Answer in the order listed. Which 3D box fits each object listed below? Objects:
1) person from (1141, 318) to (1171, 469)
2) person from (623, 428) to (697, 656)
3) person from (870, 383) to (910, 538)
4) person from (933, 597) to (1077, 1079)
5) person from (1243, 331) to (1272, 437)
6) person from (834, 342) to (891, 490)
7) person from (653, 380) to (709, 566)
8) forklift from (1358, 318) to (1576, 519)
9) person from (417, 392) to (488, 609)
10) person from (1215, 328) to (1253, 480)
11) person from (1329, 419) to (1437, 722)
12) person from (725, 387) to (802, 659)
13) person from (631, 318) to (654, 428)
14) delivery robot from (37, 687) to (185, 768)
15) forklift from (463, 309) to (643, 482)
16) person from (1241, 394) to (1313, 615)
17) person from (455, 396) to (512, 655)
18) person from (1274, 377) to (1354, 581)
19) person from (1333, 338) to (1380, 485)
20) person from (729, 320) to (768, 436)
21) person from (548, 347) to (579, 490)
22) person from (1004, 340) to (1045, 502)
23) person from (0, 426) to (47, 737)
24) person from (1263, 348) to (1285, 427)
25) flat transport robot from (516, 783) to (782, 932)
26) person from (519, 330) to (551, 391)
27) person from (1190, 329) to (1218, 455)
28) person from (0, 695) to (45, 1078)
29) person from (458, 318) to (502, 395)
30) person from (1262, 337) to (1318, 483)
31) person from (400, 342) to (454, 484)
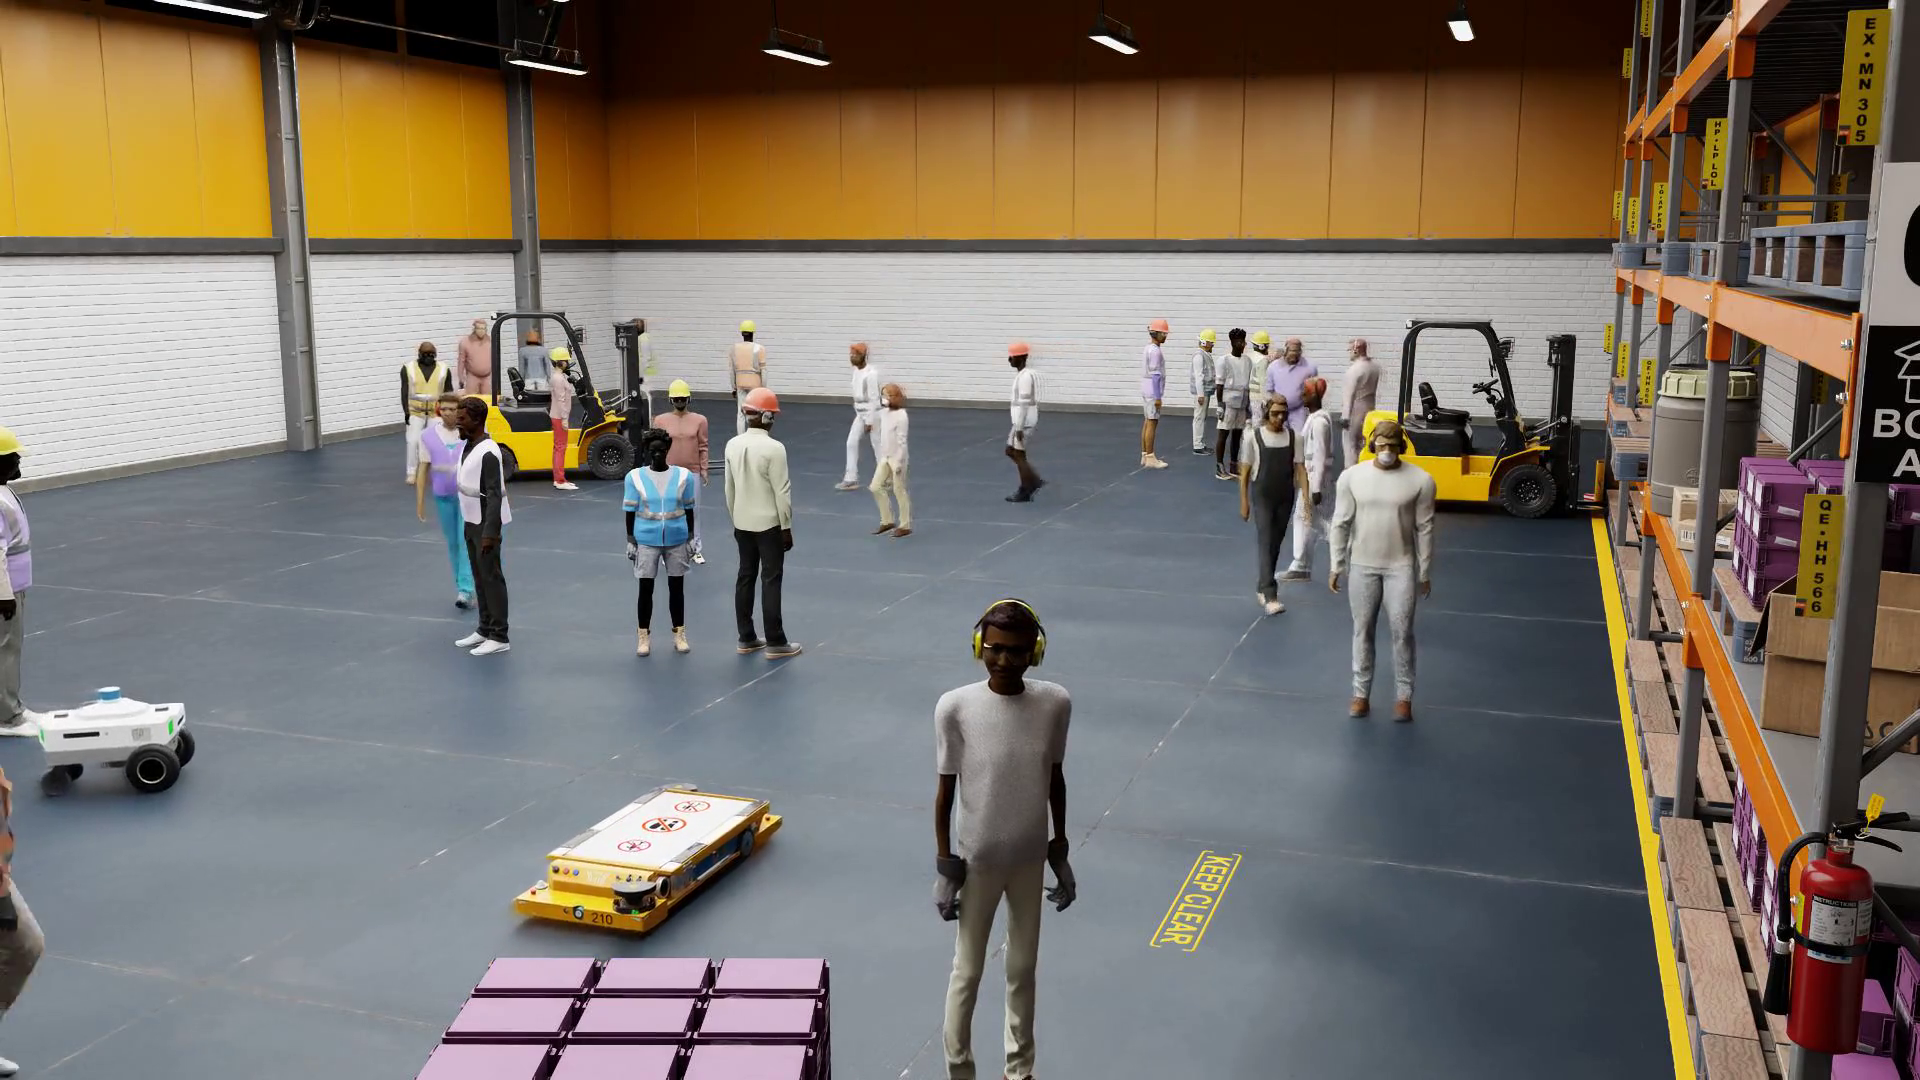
[{"bbox_3d":[2.664,-1.995,22.662,0.395,2.039,0.606,0,10,-2],"label":"person"},{"bbox_3d":[-2.213,0.012,12.318,0.542,1.695,0.316,-3,11,-17],"label":"person"},{"bbox_3d":[-0.736,-0.815,17.194,0.500,1.614,0.519,-6,12,-32],"label":"person"},{"bbox_3d":[0.158,1.107,5.683,0.512,1.866,0.330,-4,11,-20],"label":"person"},{"bbox_3d":[4.187,-2.019,23.373,0.404,1.833,0.591,-3,10,-16],"label":"person"},{"bbox_3d":[-1.205,-1.499,20.415,0.825,1.841,0.577,-7,12,-33],"label":"person"},{"bbox_3d":[-2.642,-0.639,15.796,0.525,1.769,0.313,-3,10,-16],"label":"person"},{"bbox_3d":[5.787,-1.437,19.079,2.313,2.155,1.214,3,11,19],"label":"forklift"},{"bbox_3d":[-4.223,-0.317,13.847,0.599,1.803,0.908,-1,10,-3],"label":"person"},{"bbox_3d":[3.562,-1.772,21.606,0.608,1.966,0.370,-7,12,-35],"label":"person"},{"bbox_3d":[2.709,0.186,10.681,0.647,1.935,0.399,4,11,21],"label":"person"},{"bbox_3d":[-1.459,-0.125,12.257,0.608,1.994,0.382,8,13,37],"label":"person"},{"bbox_3d":[-5.330,-2.751,27.502,0.522,1.829,0.653,-4,11,-23],"label":"person"},{"bbox_3d":[-4.751,1.067,9.328,0.707,0.478,0.477,-3,10,-14],"label":"delivery robot"},{"bbox_3d":[-5.354,-1.902,21.697,2.313,2.155,1.214,-2,10,-13],"label":"forklift"},{"bbox_3d":[2.612,-0.285,13.676,0.511,1.804,0.903,-2,10,-10],"label":"person"},{"bbox_3d":[-3.557,-0.111,12.392,0.393,1.920,0.591,-6,12,-32],"label":"person"},{"bbox_3d":[3.243,-0.538,14.961,0.718,1.864,0.589,2,10,12],"label":"person"},{"bbox_3d":[5.016,-1.582,20.804,0.542,1.885,0.651,8,13,40],"label":"person"},{"bbox_3d":[-3.115,-2.278,24.563,0.587,1.930,0.359,2,10,13],"label":"person"},{"bbox_3d":[-4.945,-1.507,20.675,0.305,1.772,0.525,-3,11,-18],"label":"person"},{"bbox_3d":[0.710,-1.396,19.599,0.410,1.921,0.558,0,10,-1],"label":"person"},{"bbox_3d":[-5.893,0.255,10.292,0.352,1.929,0.594,-5,11,-25],"label":"person"},{"bbox_3d":[4.439,-1.881,23.261,0.794,1.596,0.508,0,10,-2],"label":"person"},{"bbox_3d":[-1.455,1.490,8.010,0.652,0.197,1.431,3,11,19],"label":"flat transport robot"},{"bbox_3d":[-7.007,-2.639,27.432,0.507,1.630,0.268,-2,10,-12],"label":"person"},{"bbox_3d":[3.539,-2.143,24.101,0.403,1.824,0.586,3,10,16],"label":"person"},{"bbox_3d":[-3.427,1.205,5.805,0.385,1.627,0.513,-5,11,-28],"label":"person"},{"bbox_3d":[-7.559,-2.549,26.223,0.655,1.879,0.403,-5,11,-26],"label":"person"},{"bbox_3d":[4.155,-1.618,20.969,0.677,1.884,0.432,4,11,22],"label":"person"},{"bbox_3d":[-6.747,-1.602,21.064,0.702,1.823,0.491,-4,11,-23],"label":"person"}]
